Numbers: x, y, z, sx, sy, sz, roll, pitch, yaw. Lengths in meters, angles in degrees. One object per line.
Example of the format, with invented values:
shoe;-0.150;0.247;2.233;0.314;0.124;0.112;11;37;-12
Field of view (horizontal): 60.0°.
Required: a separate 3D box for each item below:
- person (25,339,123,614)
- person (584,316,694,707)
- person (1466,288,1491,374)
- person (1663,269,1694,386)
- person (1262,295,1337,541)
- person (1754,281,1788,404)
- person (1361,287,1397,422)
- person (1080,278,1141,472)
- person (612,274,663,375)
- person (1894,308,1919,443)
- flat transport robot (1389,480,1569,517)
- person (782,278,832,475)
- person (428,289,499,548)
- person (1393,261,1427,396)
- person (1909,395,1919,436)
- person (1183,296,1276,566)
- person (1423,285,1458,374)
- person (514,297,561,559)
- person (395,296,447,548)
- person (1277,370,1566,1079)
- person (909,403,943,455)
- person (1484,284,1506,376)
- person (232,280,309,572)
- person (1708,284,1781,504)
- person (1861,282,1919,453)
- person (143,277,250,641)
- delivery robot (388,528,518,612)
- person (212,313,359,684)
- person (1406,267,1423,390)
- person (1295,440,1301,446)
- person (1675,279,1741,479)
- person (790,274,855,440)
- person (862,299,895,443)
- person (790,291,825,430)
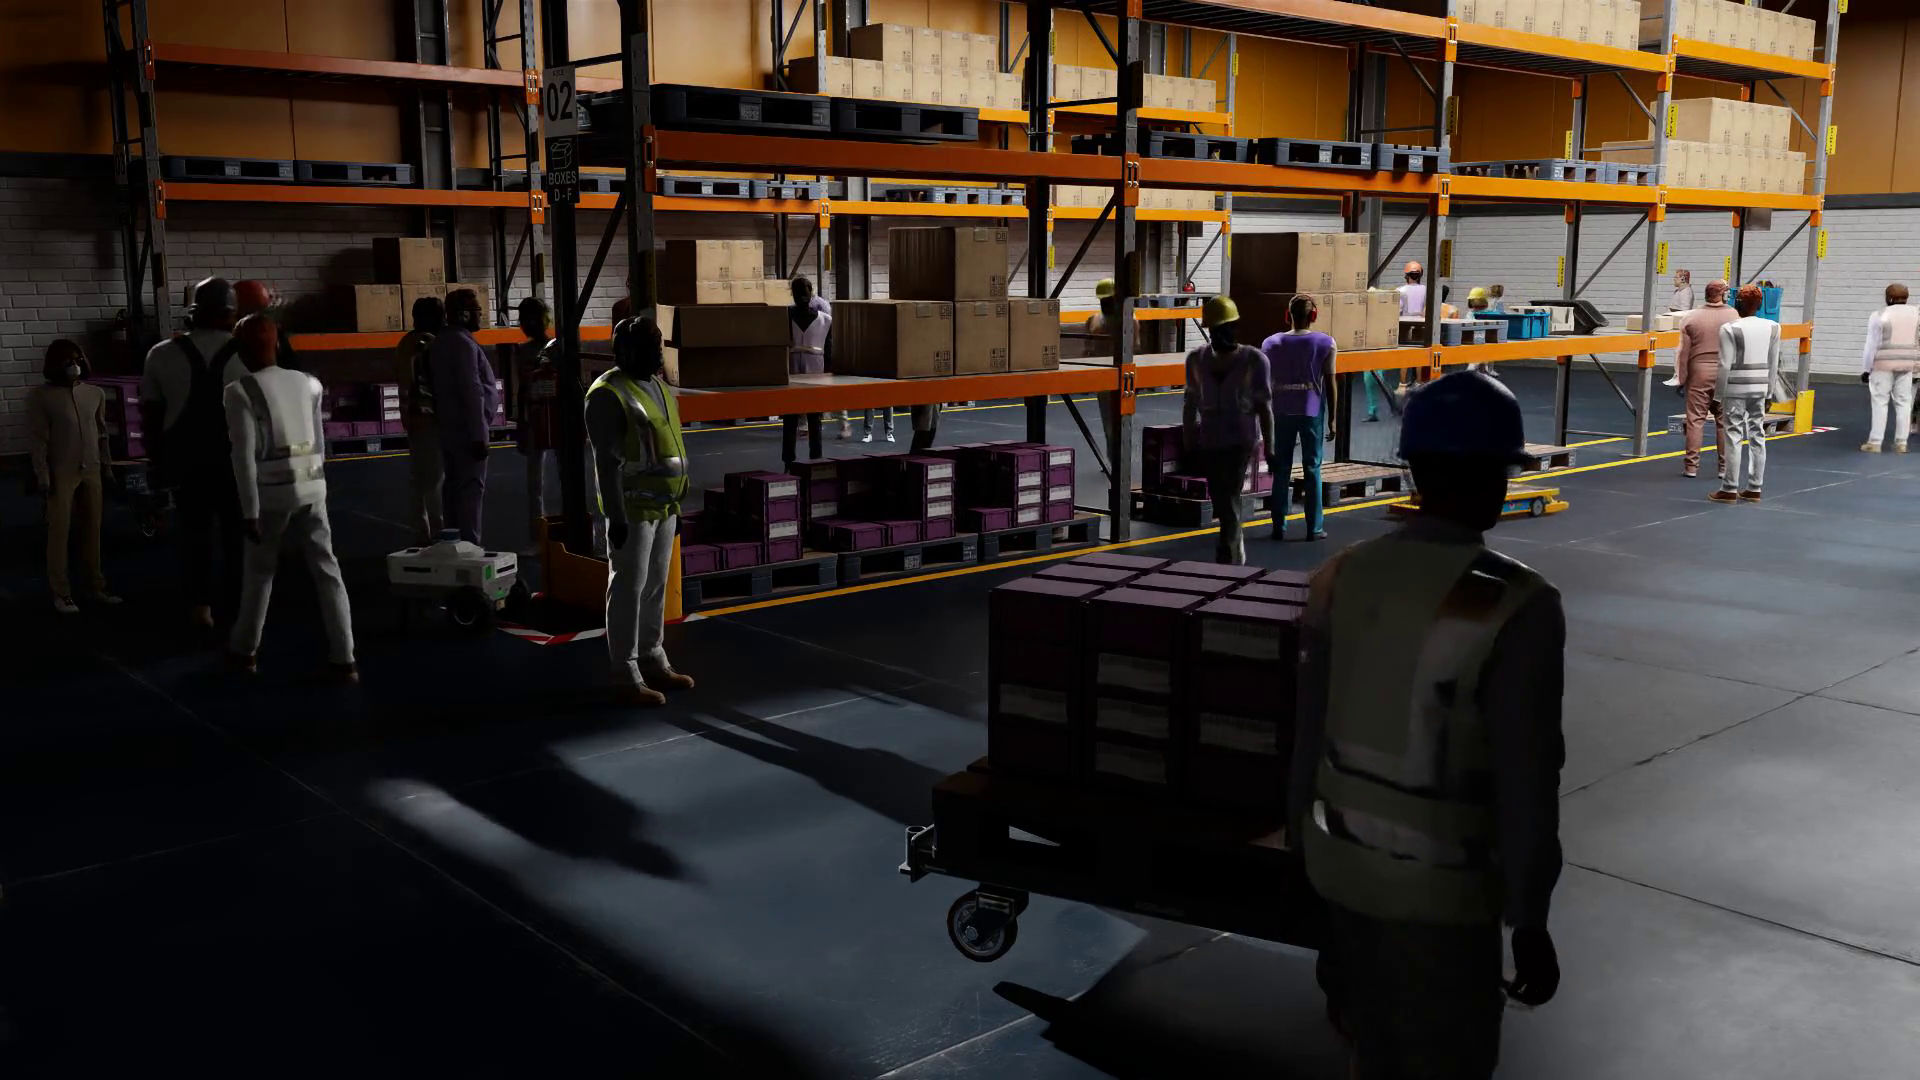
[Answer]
person;-5.319;-0.387;9.995;0.280;1.633;0.500;5;11;26
person;-1.512;-0.142;7.958;0.429;1.844;0.627;3;10;17
person;6.825;-2.507;22.224;0.893;1.700;0.493;-2;10;-13
person;11.817;-3.487;27.351;0.407;1.908;0.641;4;10;20
person;2.520;-0.902;12.410;0.563;1.838;0.388;3;10;20
person;10.192;-2.384;21.164;0.973;1.811;0.481;6;11;32
person;5.326;-2.367;21.258;0.548;1.738;0.547;-6;11;-32
person;1.448;-1.598;16.287;0.587;1.906;0.527;8;12;38
person;-3.615;-2.066;18.775;0.621;1.989;0.398;3;10;17
person;10.430;-1.758;18.028;0.508;1.634;0.311;3;10;19
flat transport robot;4.260;-0.324;13.613;1.431;0.197;0.652;-6;12;-33
person;-1.493;-1.525;15.826;0.593;1.920;0.391;-2;10;-9
person;-3.292;-0.722;11.154;0.406;1.911;0.636;-7;12;-34
person;6.847;-3.201;25.274;0.608;2.044;0.372;-2;10;-10
person;11.120;-2.092;18.861;0.625;2.020;0.784;1;10;5
person;1.798;-0.674;10.983;0.628;1.883;0.899;6;11;32
person;7.178;-2.964;24.897;0.540;1.696;0.317;3;10;17
person;-2.907;-0.802;11.819;0.566;1.848;0.625;3;10;18
person;-3.750;-0.802;11.830;0.430;1.841;0.624;-8;13;-39
person;0.807;0.642;3.177;0.720;1.915;0.628;-5;11;-25
person;-0.254;-1.269;14.272;0.375;1.935;0.550;3;10;16
person;9.472;-3.711;29.471;0.378;1.625;0.537;-1;10;-6
person;-4.605;-0.734;11.062;0.627;1.963;0.660;-6;11;-30
person;6.738;-1.248;14.305;0.572;1.883;0.353;-2;10;-11
person;10.083;-1.857;18.003;0.632;1.840;0.429;0;10;0
person;-4.117;-0.467;9.273;0.700;2.000;0.608;-3;10;-16
delivery robot;-2.921;0.177;9.574;0.707;0.478;0.477;3;10;17
person;-3.407;-0.207;8.330;0.916;1.836;0.604;6;12;33
person;7.225;-3.356;26.401;0.367;1.964;0.609;1;10;4
person;3.740;-1.891;18.640;0.377;1.679;0.557;-4;10;-20
person;7.195;-1.533;15.917;0.643;1.905;0.400;4;11;24
person;-1.640;-2.109;19.278;0.831;1.913;0.560;7;12;37
person;-0.925;-1.926;18.998;0.500;1.636;0.280;0;10;-2
person;-1.921;-2.249;20.311;0.588;1.835;0.404;9;13;42
